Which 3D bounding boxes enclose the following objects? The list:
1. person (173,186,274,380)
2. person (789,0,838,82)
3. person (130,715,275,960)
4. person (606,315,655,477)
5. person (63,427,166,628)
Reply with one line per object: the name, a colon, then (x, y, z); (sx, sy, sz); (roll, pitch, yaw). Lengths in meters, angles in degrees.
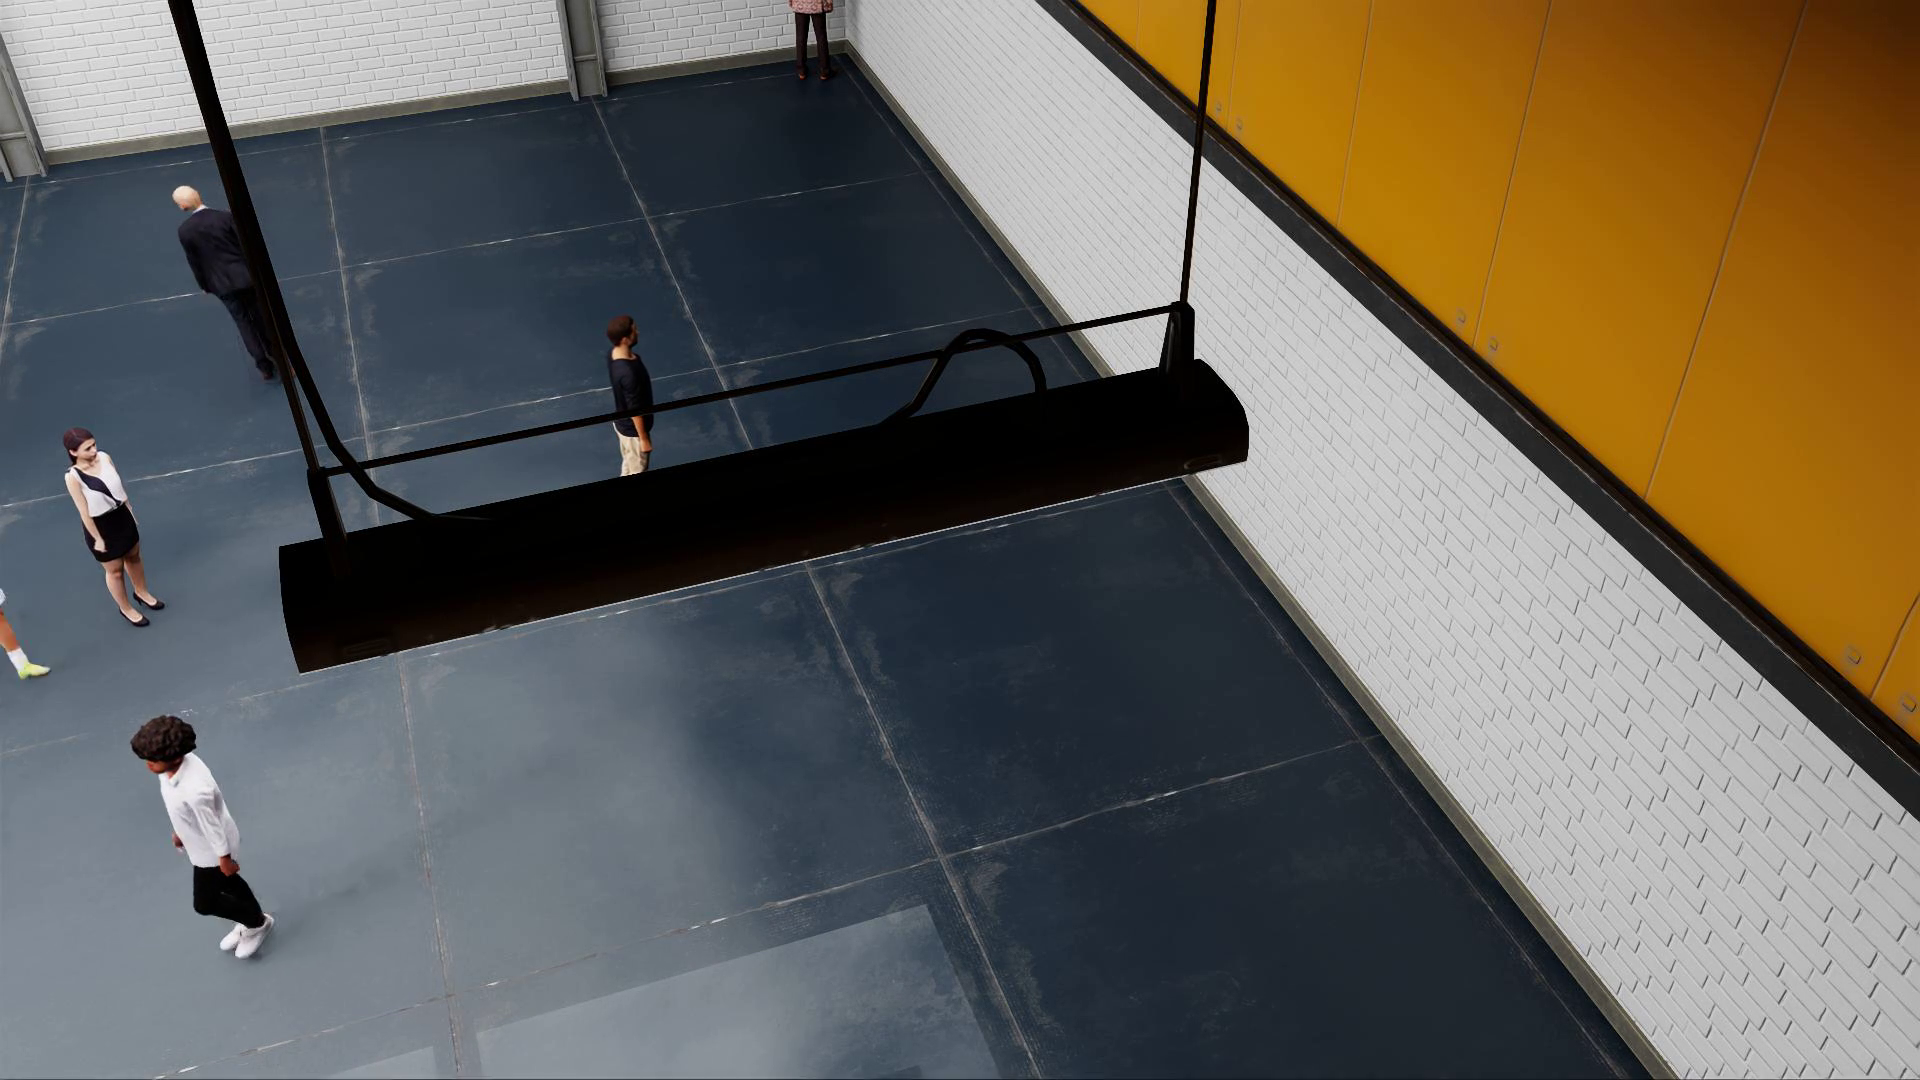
person: (-6.167, -2.169, 14.171); (0.879, 1.748, 0.894); (-12, 40, -14)
person: (-1.737, -6.216, 19.190); (0.730, 1.808, 0.843); (8, 39, 10)
person: (-4.165, 1.632, 9.371); (0.706, 1.799, 0.709); (-28, 46, -30)
person: (-2.456, -0.853, 12.440); (0.566, 1.851, 0.650); (-16, 41, -19)
person: (-5.960, -0.093, 11.652); (0.674, 1.648, 0.628); (12, 40, 15)
